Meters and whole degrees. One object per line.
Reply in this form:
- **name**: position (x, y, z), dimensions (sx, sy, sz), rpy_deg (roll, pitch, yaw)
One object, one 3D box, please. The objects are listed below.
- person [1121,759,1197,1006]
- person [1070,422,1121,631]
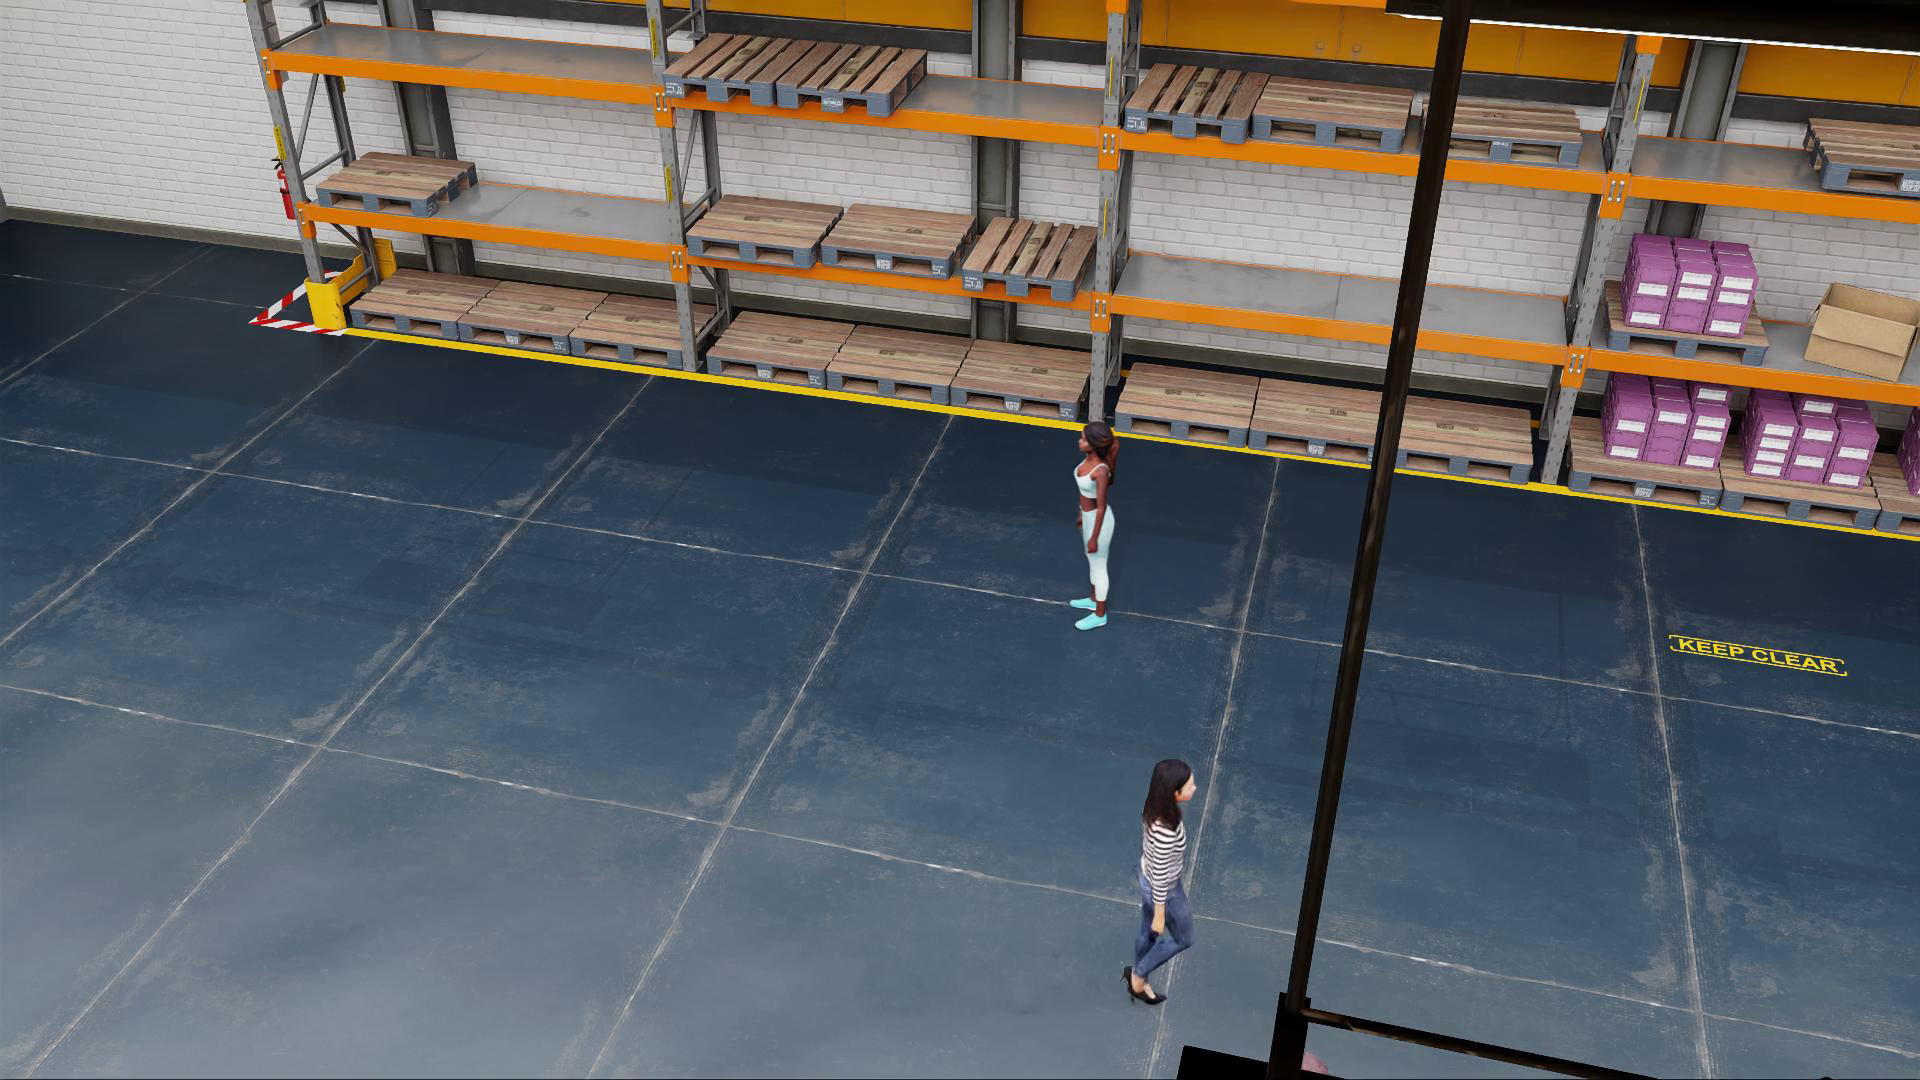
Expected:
- **person**: position (1.012, 1.926, 9.163), dimensions (0.692, 1.785, 0.687), rpy_deg (0, 34, 1)
- **person**: position (1.003, -0.117, 12.292), dimensions (0.635, 1.724, 0.634), rpy_deg (-4, 34, -5)
